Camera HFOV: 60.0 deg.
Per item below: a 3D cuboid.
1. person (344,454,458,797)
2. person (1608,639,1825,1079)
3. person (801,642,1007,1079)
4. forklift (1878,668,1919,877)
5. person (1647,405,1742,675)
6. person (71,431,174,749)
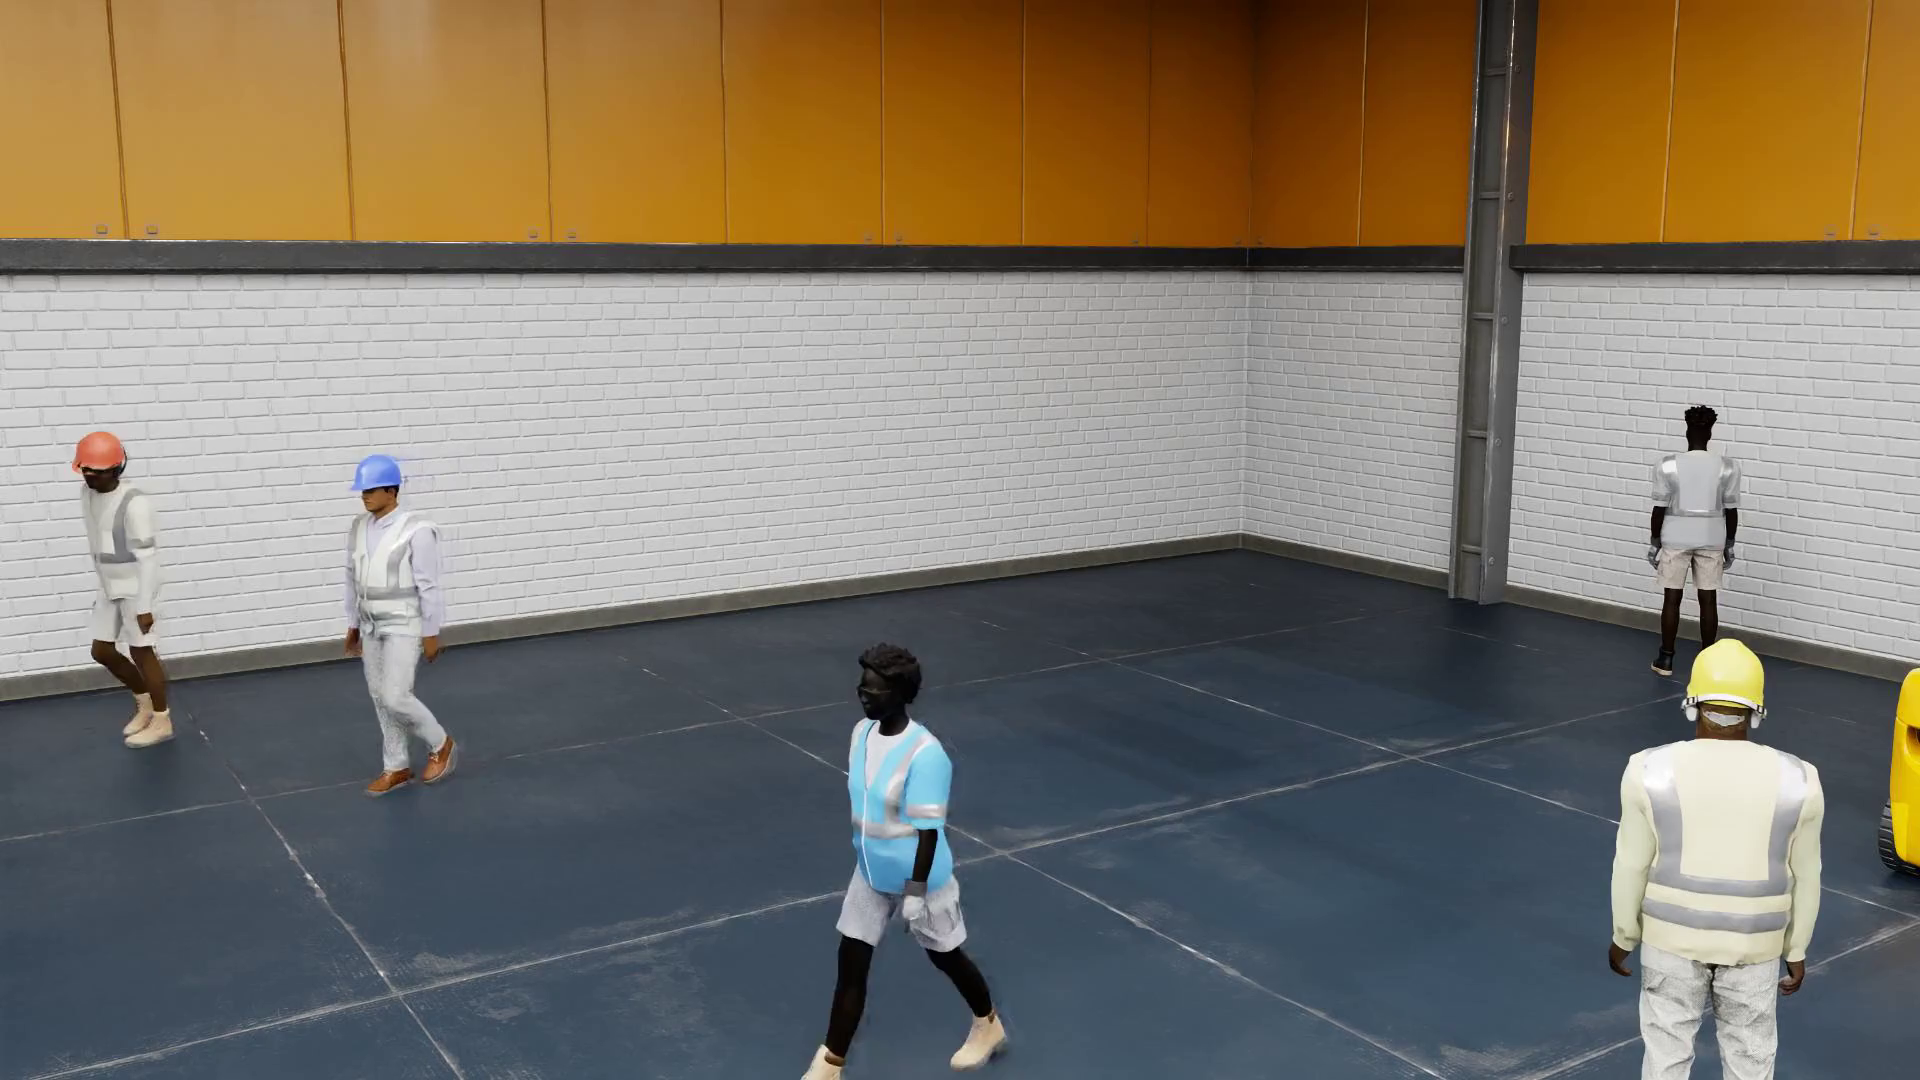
[{"bbox_3d":[-3.161,0.479,9.261,0.617,1.933,0.445,6,11,33],"label":"person"},{"bbox_3d":[2.316,1.209,5.146,0.589,1.834,0.403,3,10,15],"label":"person"},{"bbox_3d":[-0.200,1.170,5.945,0.906,1.649,0.543,-8,12,-39],"label":"person"},{"bbox_3d":[5.511,0.571,7.906,2.313,2.155,1.214,-6,11,-33],"label":"forklift"},{"bbox_3d":[5.264,0.012,11.960,0.604,1.966,0.367,2,10,15],"label":"person"},{"bbox_3d":[-5.076,0.317,10.061,0.655,1.988,0.612,5,11,29],"label":"person"}]
